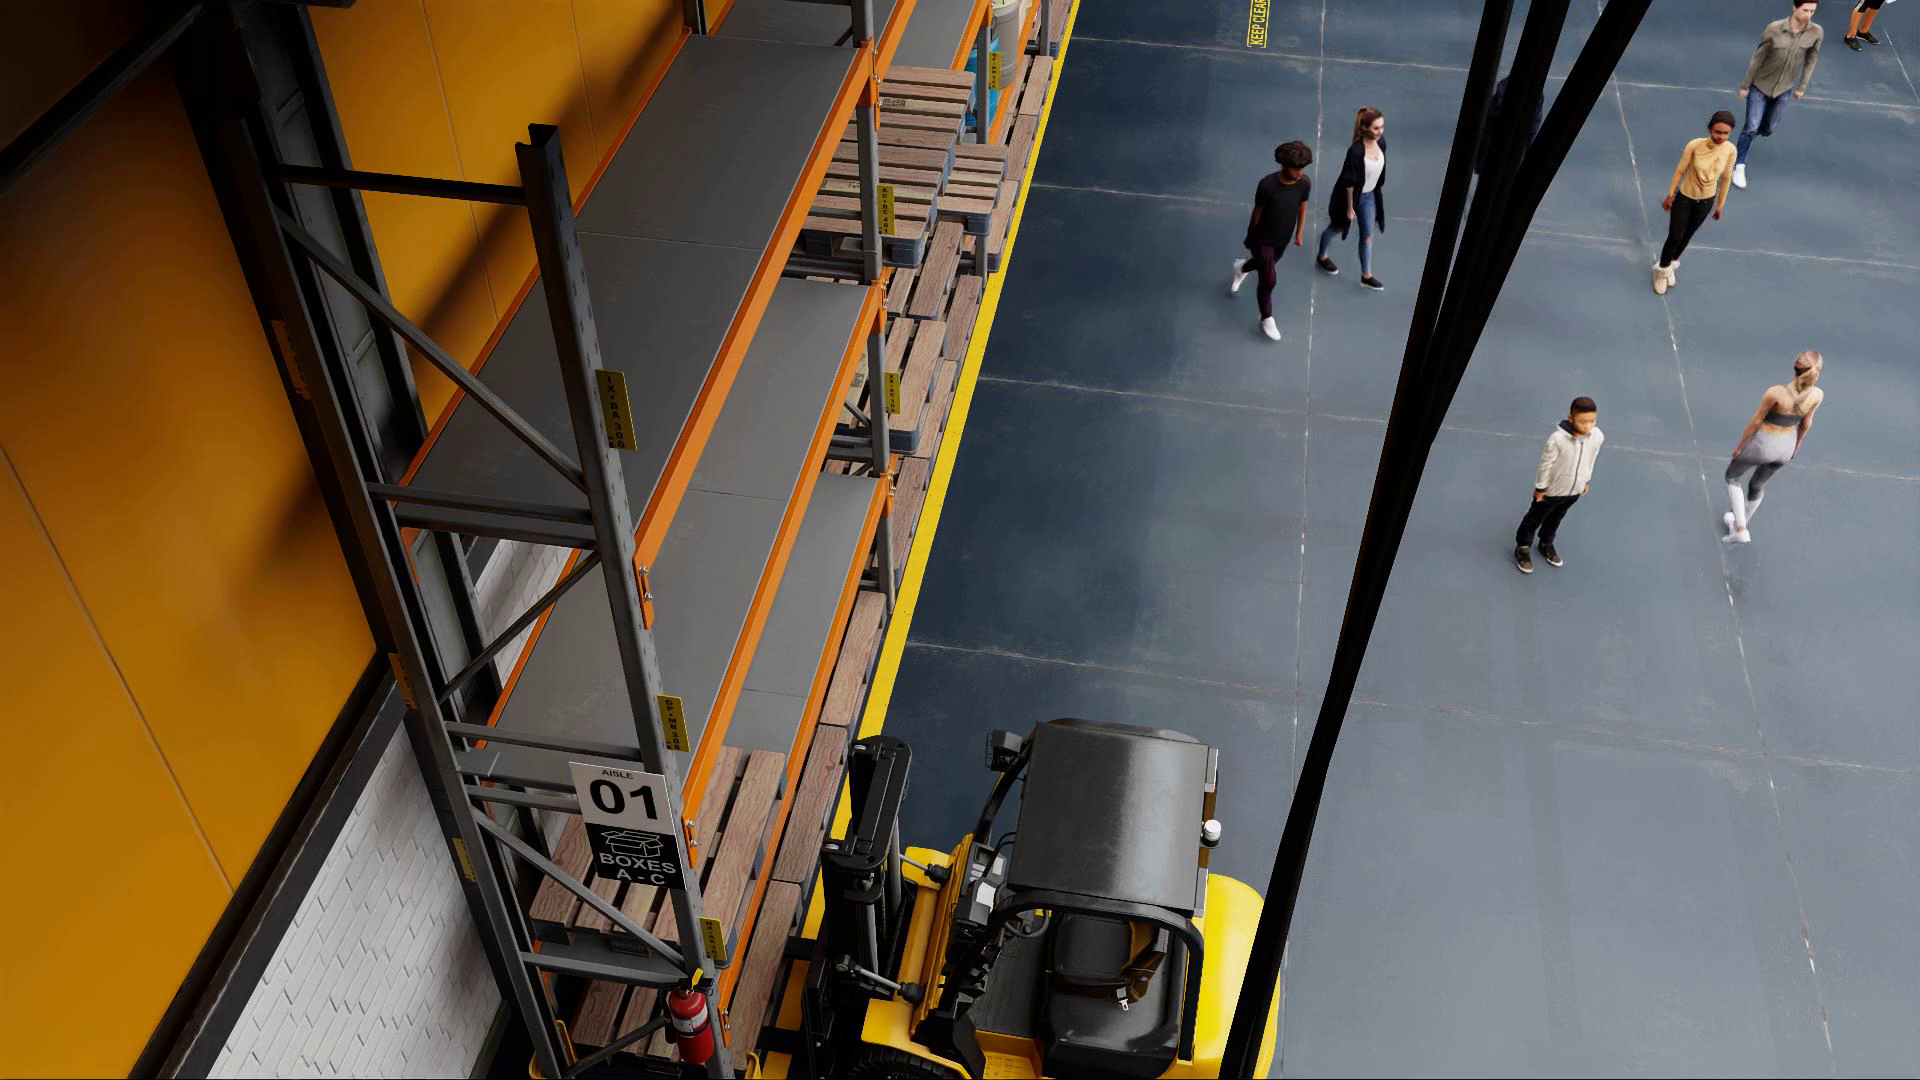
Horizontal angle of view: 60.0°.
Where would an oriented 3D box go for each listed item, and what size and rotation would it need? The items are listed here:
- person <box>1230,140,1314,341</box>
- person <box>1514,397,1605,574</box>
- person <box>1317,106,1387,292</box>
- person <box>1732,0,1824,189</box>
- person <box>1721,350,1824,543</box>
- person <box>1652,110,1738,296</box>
[{"bbox_3d":[2.504,-2.558,13.643,1.039,1.729,1.210,-16,46,-16],"label":"person"},{"bbox_3d":[4.179,-0.408,11.585,0.660,1.454,0.659,-12,45,-12],"label":"person"},{"bbox_3d":[3.287,-2.945,14.103,0.997,1.655,1.056,-26,49,-25],"label":"person"},{"bbox_3d":[7.460,-4.221,15.306,0.718,1.842,0.974,9,44,9],"label":"person"},{"bbox_3d":[5.653,-0.579,11.591,0.636,1.693,0.772,2,44,2],"label":"person"},{"bbox_3d":[6.198,-2.922,14.082,0.627,1.651,0.692,5,44,5],"label":"person"}]
